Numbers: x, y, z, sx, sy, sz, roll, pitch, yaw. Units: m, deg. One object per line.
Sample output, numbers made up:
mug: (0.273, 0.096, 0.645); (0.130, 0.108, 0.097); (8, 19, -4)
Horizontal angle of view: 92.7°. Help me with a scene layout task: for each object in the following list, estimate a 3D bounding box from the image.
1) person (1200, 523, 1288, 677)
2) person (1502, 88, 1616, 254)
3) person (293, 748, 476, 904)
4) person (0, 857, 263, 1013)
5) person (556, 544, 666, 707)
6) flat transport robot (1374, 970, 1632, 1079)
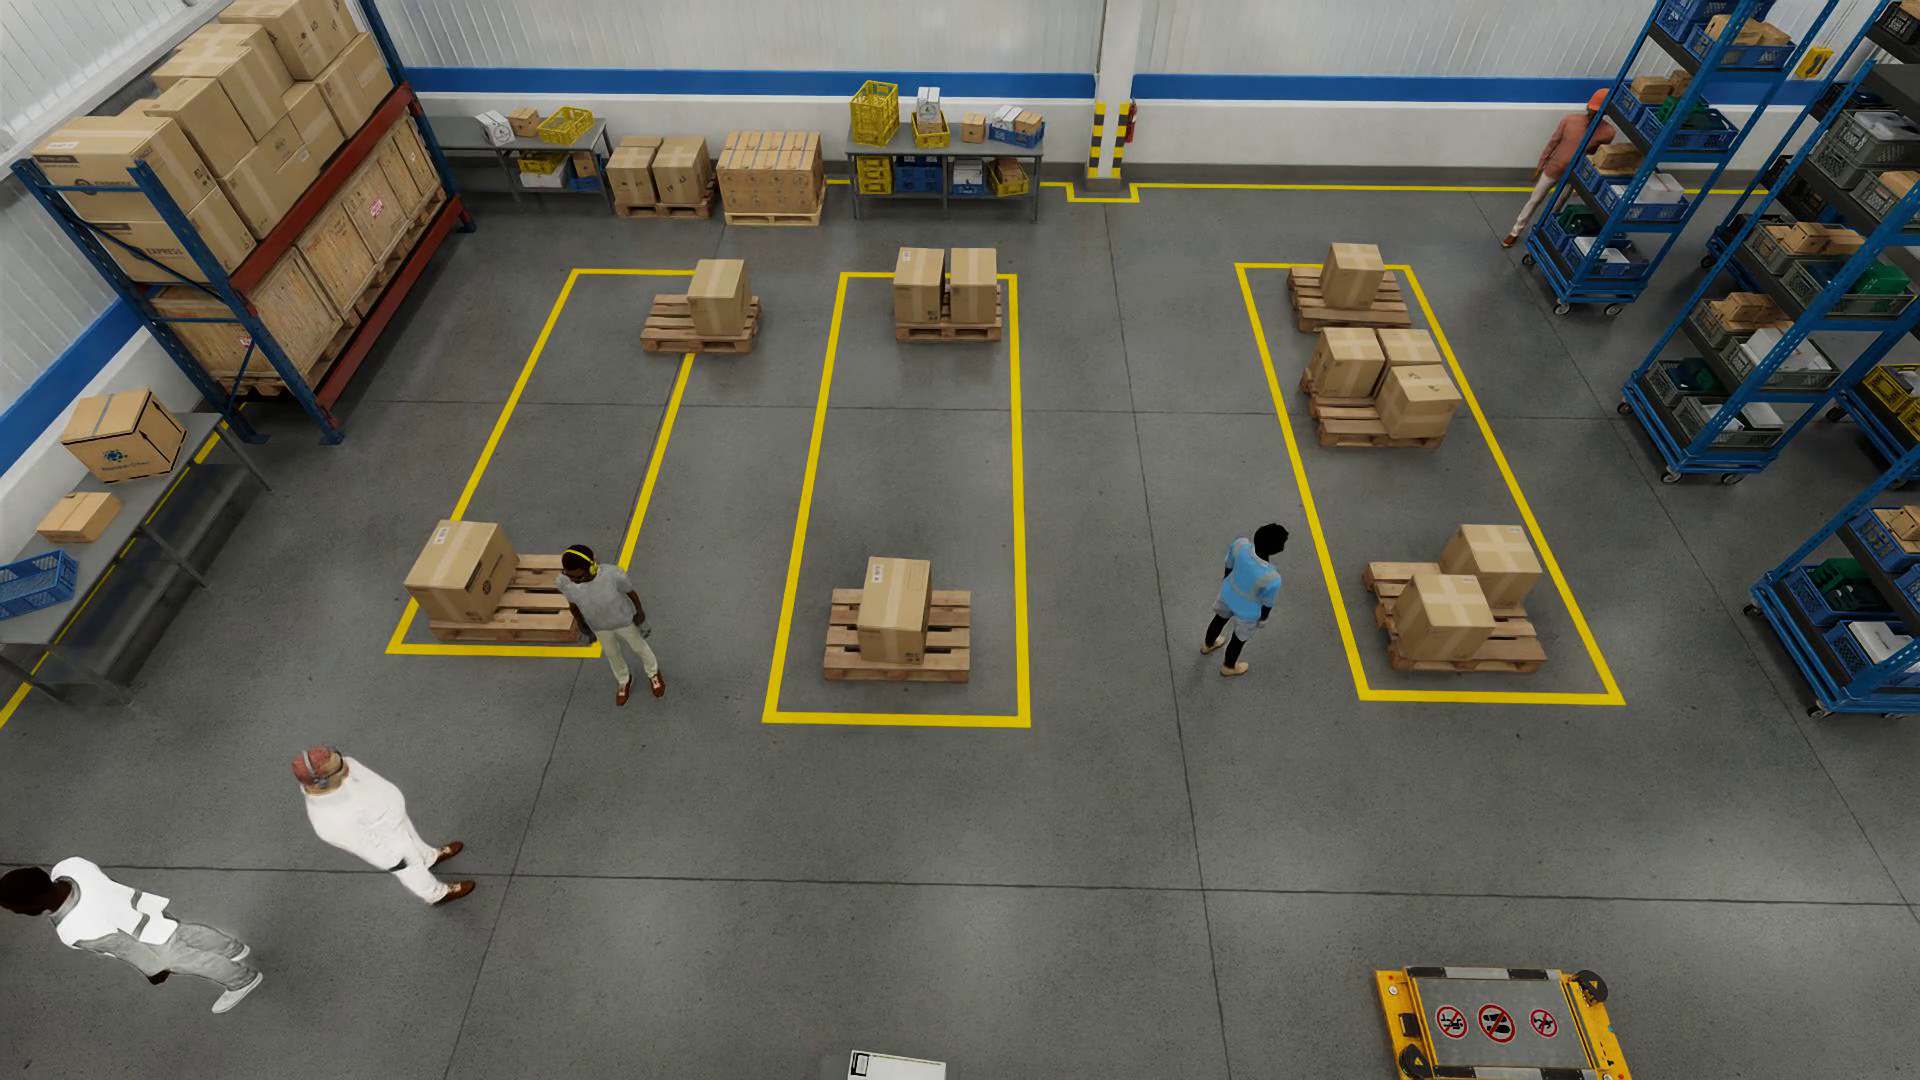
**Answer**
person: (2.220, 0.471, 7.169); (0.322, 1.697, 0.531); (-21, 54, -16)
person: (7.186, -4.371, 10.928); (0.613, 1.994, 0.382); (29, 56, 21)
person: (-3.720, 1.843, 5.926); (0.402, 1.899, 0.631); (-25, 55, -19)
person: (-4.908, 2.353, 5.494); (0.379, 1.918, 0.597); (-35, 59, -25)
person: (-2.616, 0.642, 6.925); (0.521, 1.864, 0.336); (-8, 51, -7)
flat transport robot: (3.501, 3.133, 5.914); (1.431, 0.197, 0.652); (1, 51, 1)
